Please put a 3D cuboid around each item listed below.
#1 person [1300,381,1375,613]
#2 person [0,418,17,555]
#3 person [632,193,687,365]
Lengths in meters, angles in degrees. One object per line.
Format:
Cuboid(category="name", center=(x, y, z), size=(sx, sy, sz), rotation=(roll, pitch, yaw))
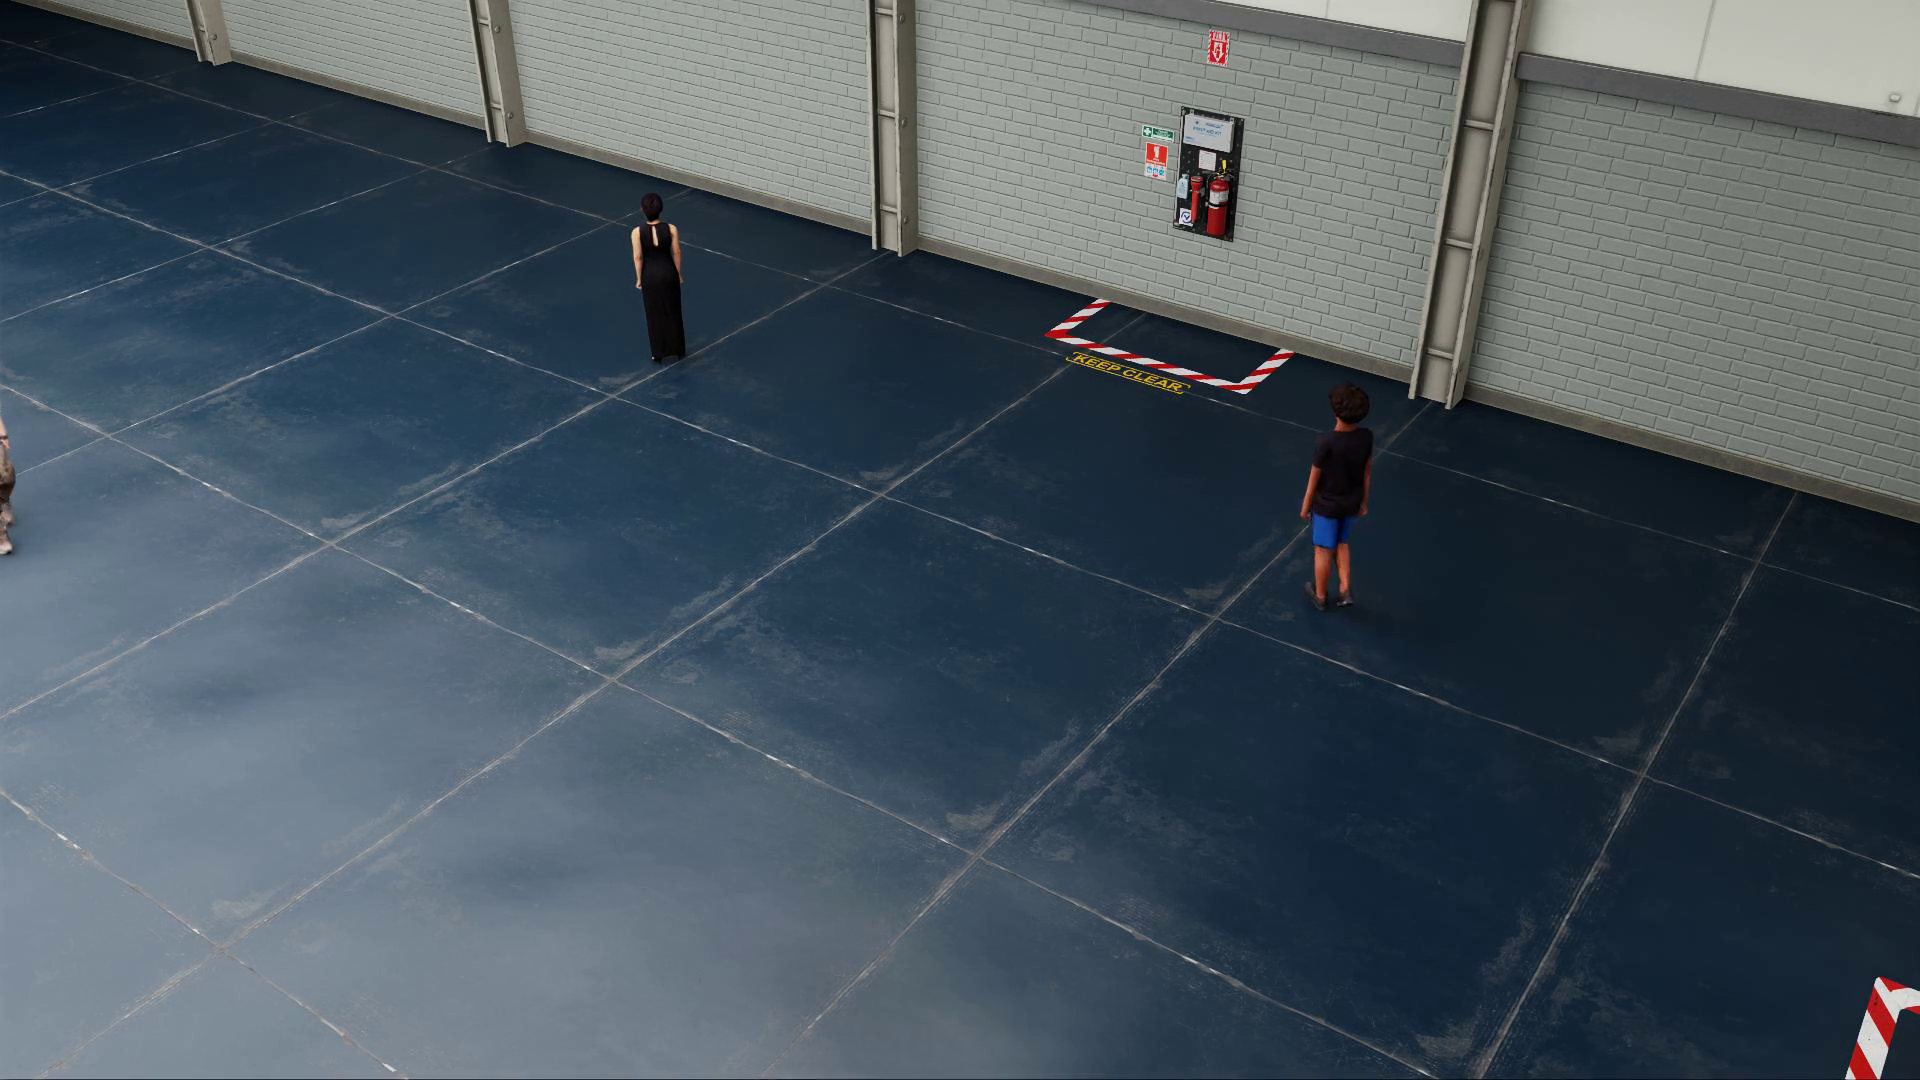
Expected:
Cuboid(category="person", center=(2.630, -0.226, 11.438), size=(0.833, 1.789, 0.908), rotation=(-10, 34, -15))
Cuboid(category="person", center=(-7.351, -0.744, 12.398), size=(0.782, 1.641, 0.982), rotation=(-21, 38, -29))
Cuboid(category="person", center=(-2.707, -2.351, 14.981), size=(0.657, 1.604, 0.689), rotation=(-10, 34, -15))
